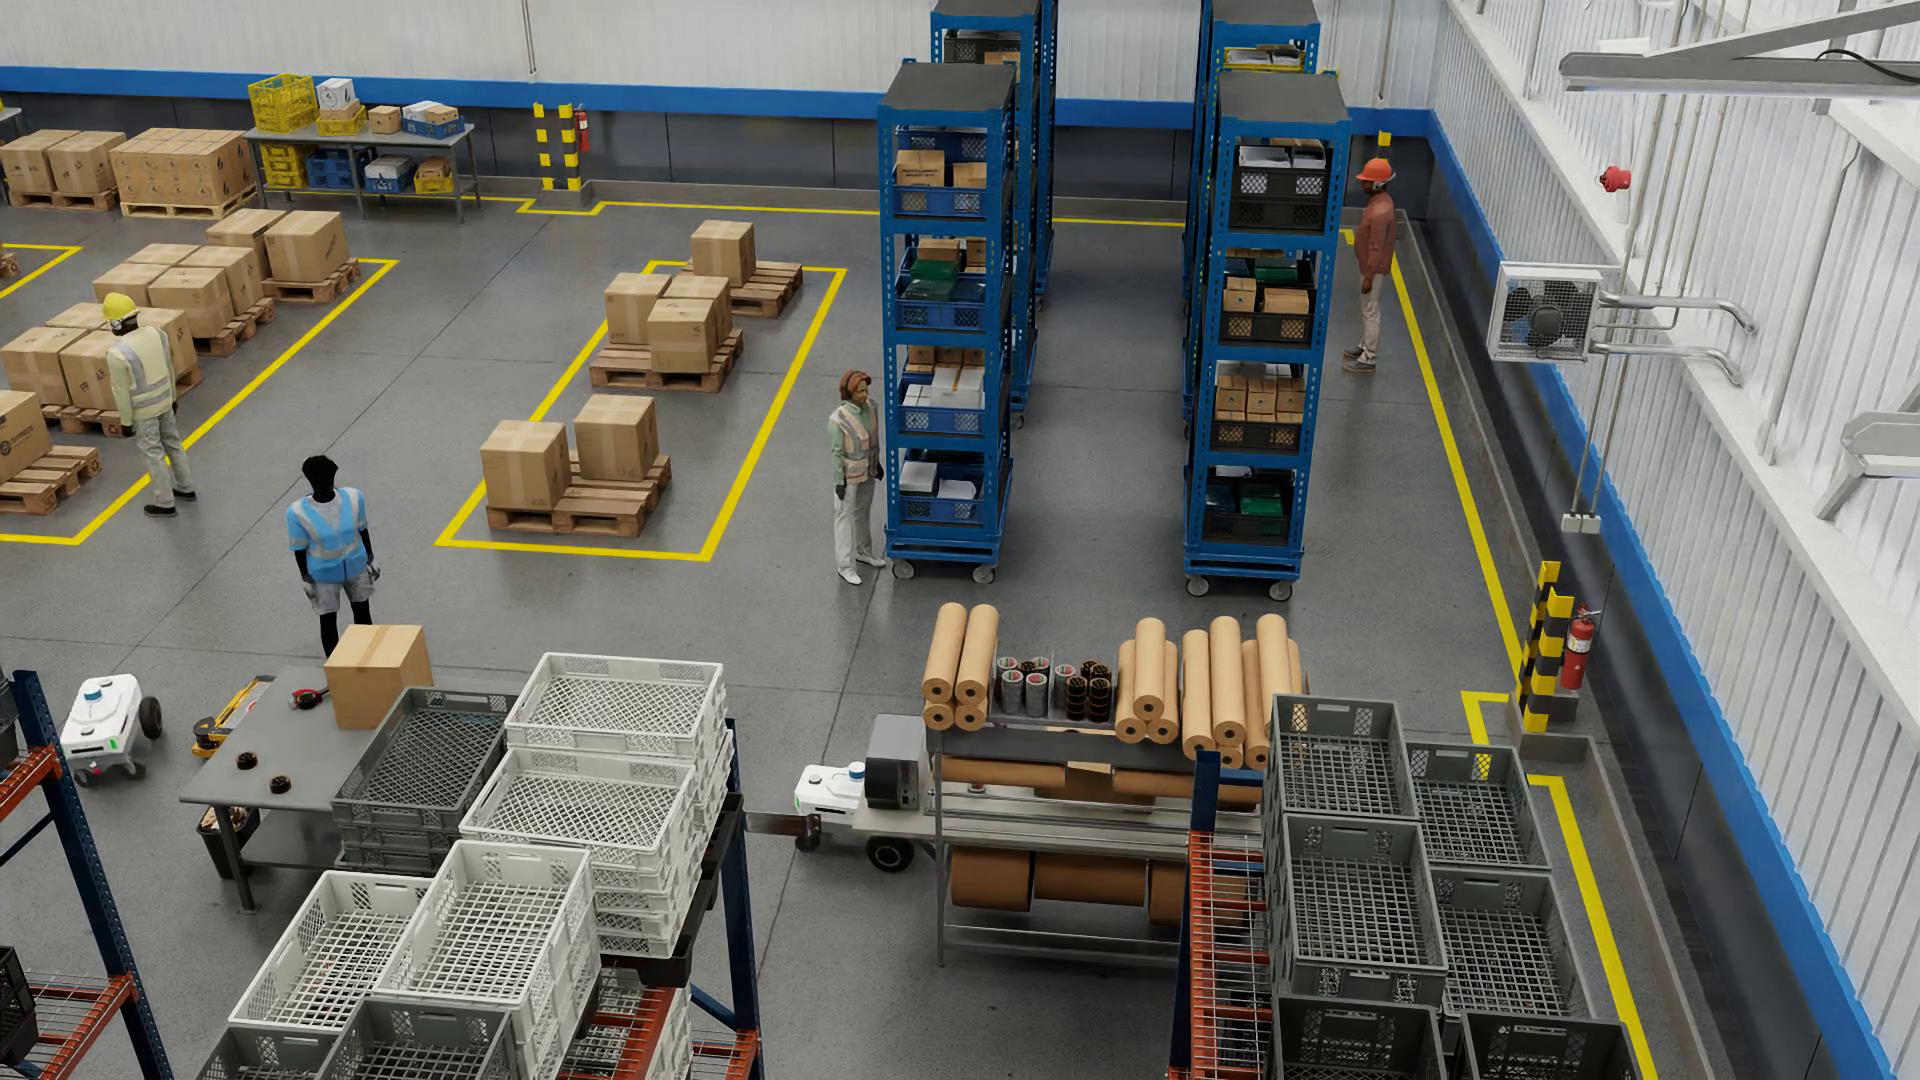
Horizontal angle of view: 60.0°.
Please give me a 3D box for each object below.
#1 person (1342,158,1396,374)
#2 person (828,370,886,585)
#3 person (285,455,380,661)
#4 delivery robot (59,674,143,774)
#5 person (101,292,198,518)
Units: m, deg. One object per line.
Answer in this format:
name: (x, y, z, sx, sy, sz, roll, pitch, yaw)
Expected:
person: (3.764, -2.531, 15.309, 0.409, 1.986, 0.618, 6, 31, 10)
person: (-0.753, -0.480, 12.117, 0.309, 1.641, 0.513, 19, 35, 30)
person: (-4.072, 0.199, 10.899, 0.531, 1.692, 0.320, -23, 37, -34)
delivery robot: (-5.341, 1.124, 10.345, 0.477, 0.478, 0.707, -6, 31, -11)
person: (-6.323, -1.053, 12.926, 0.403, 1.825, 0.587, 7, 31, 12)
